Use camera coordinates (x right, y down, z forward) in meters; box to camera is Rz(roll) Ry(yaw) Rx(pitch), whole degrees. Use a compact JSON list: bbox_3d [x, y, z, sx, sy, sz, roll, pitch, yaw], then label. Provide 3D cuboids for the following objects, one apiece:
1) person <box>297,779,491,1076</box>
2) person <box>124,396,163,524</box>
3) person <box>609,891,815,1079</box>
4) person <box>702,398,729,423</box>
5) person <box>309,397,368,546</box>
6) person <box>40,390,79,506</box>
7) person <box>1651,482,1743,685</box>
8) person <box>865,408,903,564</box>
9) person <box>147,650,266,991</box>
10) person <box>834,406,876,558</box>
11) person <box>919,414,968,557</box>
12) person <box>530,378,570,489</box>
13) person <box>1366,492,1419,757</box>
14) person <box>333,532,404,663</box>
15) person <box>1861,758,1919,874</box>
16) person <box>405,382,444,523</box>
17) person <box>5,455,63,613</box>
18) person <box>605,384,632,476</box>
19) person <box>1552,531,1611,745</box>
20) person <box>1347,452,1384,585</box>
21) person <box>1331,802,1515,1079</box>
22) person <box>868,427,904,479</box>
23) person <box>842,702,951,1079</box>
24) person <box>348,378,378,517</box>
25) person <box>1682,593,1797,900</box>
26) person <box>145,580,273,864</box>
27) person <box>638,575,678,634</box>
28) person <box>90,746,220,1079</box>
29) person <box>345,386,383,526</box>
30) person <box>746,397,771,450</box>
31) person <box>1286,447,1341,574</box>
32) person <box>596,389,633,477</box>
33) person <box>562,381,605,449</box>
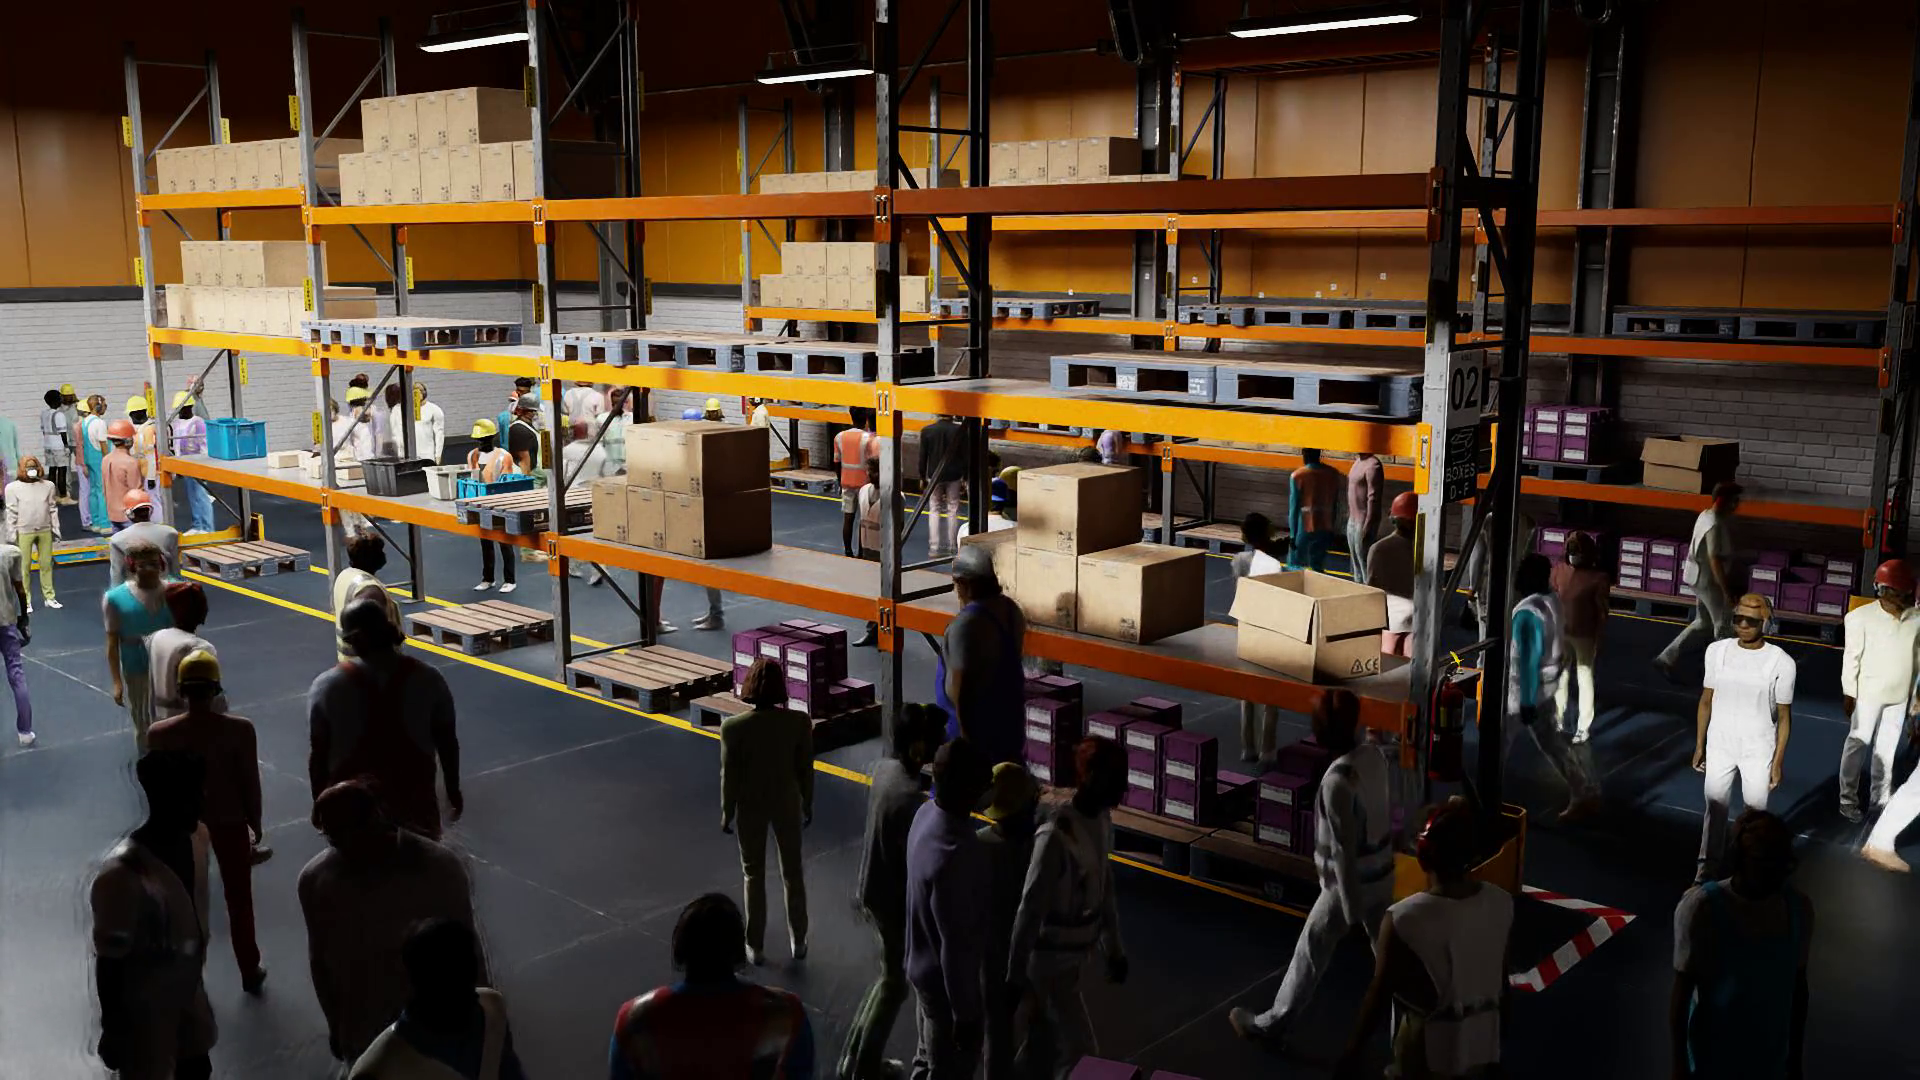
[{"bbox_3d":[-2.111,1.751,6.312,0.677,1.863,0.870,-1,10,-5],"label":"person"},{"bbox_3d":[-10.196,-0.848,20.856,0.401,1.915,0.591,-7,12,-34],"label":"person"},{"bbox_3d":[-0.742,1.987,5.104,0.631,1.819,0.743,0,10,0],"label":"person"},{"bbox_3d":[-3.304,-1.043,22.429,0.494,1.743,0.308,-2,10,-11],"label":"person"},{"bbox_3d":[-7.825,-0.861,20.963,0.664,1.908,0.431,0,10,-1],"label":"person"},{"bbox_3d":[-13.165,-1.342,24.253,0.532,1.697,0.319,6,12,31],"label":"person"},{"bbox_3d":[6.421,0.400,14.148,0.896,1.797,0.636,4,11,23],"label":"person"},{"bbox_3d":[-0.879,-0.634,19.551,0.418,1.950,0.659,4,11,21],"label":"person"},{"bbox_3d":[-3.808,1.426,8.438,0.523,1.759,0.350,-2,10,-13],"label":"person"},{"bbox_3d":[-1.192,-0.656,19.609,0.603,1.966,0.366,6,11,29],"label":"person"},{"bbox_3d":[-0.182,-0.776,20.219,0.613,1.996,0.384,1,10,6],"label":"person"},{"bbox_3d":[-6.133,-1.630,24.886,0.609,2.048,0.367,0,10,-2],"label":"person"},{"bbox_3d":[3.281,0.620,12.354,0.635,1.985,0.414,-5,11,-27],"label":"person"},{"bbox_3d":[-4.036,0.855,11.418,0.430,1.845,0.619,-7,12,-35],"label":"person"},{"bbox_3d":[5.924,1.176,9.809,0.638,1.792,1.019,-9,14,-42],"label":"person"},{"bbox_3d":[-7.326,-1.181,22.657,0.631,1.940,0.372,2,10,11],"label":"person"},{"bbox_3d":[-9.587,-0.070,17.236,0.279,1.634,0.498,8,13,39],"label":"person"},{"bbox_3d":[-5.239,-1.685,25.665,0.466,1.883,0.690,3,10,17],"label":"person"},{"bbox_3d":[4.682,0.737,12.672,0.283,1.633,0.499,-8,13,-38],"label":"person"},{"bbox_3d":[4.102,-0.173,16.958,0.372,1.940,0.630,-1,10,-4],"label":"person"},{"bbox_3d":[1.708,1.843,6.001,0.618,1.800,0.978,-6,12,-32],"label":"person"},{"bbox_3d":[-0.915,-0.916,21.210,0.392,1.925,0.548,8,13,39],"label":"person"},{"bbox_3d":[-0.280,1.594,7.275,0.474,1.835,0.544,-3,10,-15],"label":"person"},{"bbox_3d":[-8.322,-1.301,23.303,0.378,1.958,0.607,-9,13,-41],"label":"person"},{"bbox_3d":[4.427,1.203,9.441,0.506,1.847,0.345,10,14,43],"label":"person"},{"bbox_3d":[-4.548,1.152,9.749,0.590,1.846,0.956,7,12,36],"label":"person"},{"bbox_3d":[-3.006,-0.028,16.235,0.405,1.909,0.597,-6,12,-32],"label":"person"},{"bbox_3d":[-3.144,1.708,6.359,0.708,1.936,0.617,1,10,6],"label":"person"},{"bbox_3d":[-8.084,-1.183,22.826,0.594,1.885,0.899,3,11,18],"label":"person"},{"bbox_3d":[-2.955,-1.386,24.380,0.355,1.737,0.578,-1,10,-8],"label":"person"},{"bbox_3d":[3.535,-0.108,16.686,0.605,1.903,0.429,-4,11,-20],"label":"person"},{"bbox_3d":[-4.464,-1.024,21.840,0.615,1.916,0.409,-5,11,-26],"label":"person"},{"bbox_3d":[-5.489,-1.575,24.598,0.681,2.000,0.535,4,11,21],"label":"person"}]
